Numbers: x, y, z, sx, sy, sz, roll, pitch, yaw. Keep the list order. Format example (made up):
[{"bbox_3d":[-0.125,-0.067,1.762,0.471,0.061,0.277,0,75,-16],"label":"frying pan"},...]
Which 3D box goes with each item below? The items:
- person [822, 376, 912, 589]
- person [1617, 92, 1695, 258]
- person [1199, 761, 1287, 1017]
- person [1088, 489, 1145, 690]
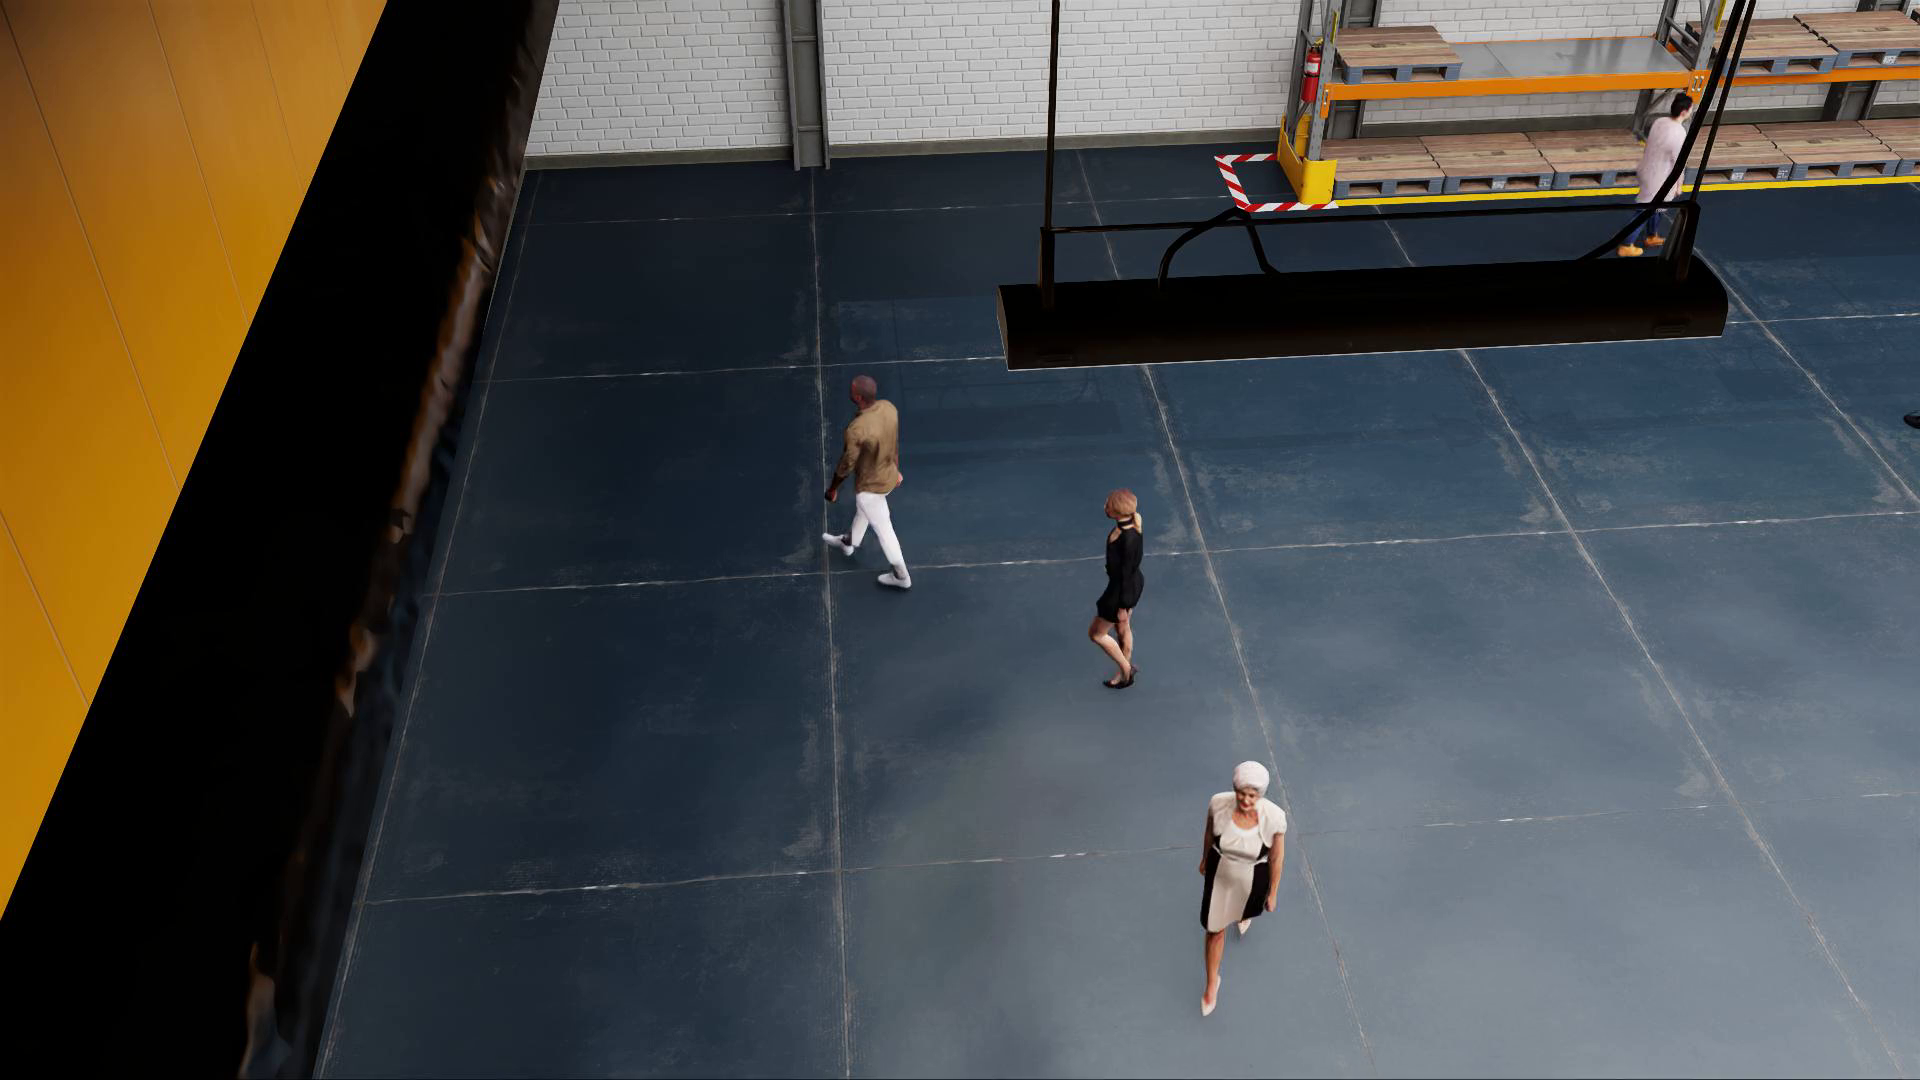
[{"bbox_3d":[-0.566,-0.386,12.367,1.230,1.793,1.073,17,42,20],"label":"person"},{"bbox_3d":[6.813,-3.583,16.425,0.809,1.726,0.693,-4,39,-5],"label":"person"},{"bbox_3d":[1.640,1.876,9.600,1.130,1.712,0.992,12,40,15],"label":"person"},{"bbox_3d":[1.188,0.388,11.430,0.693,1.754,0.667,5,39,6],"label":"person"}]
